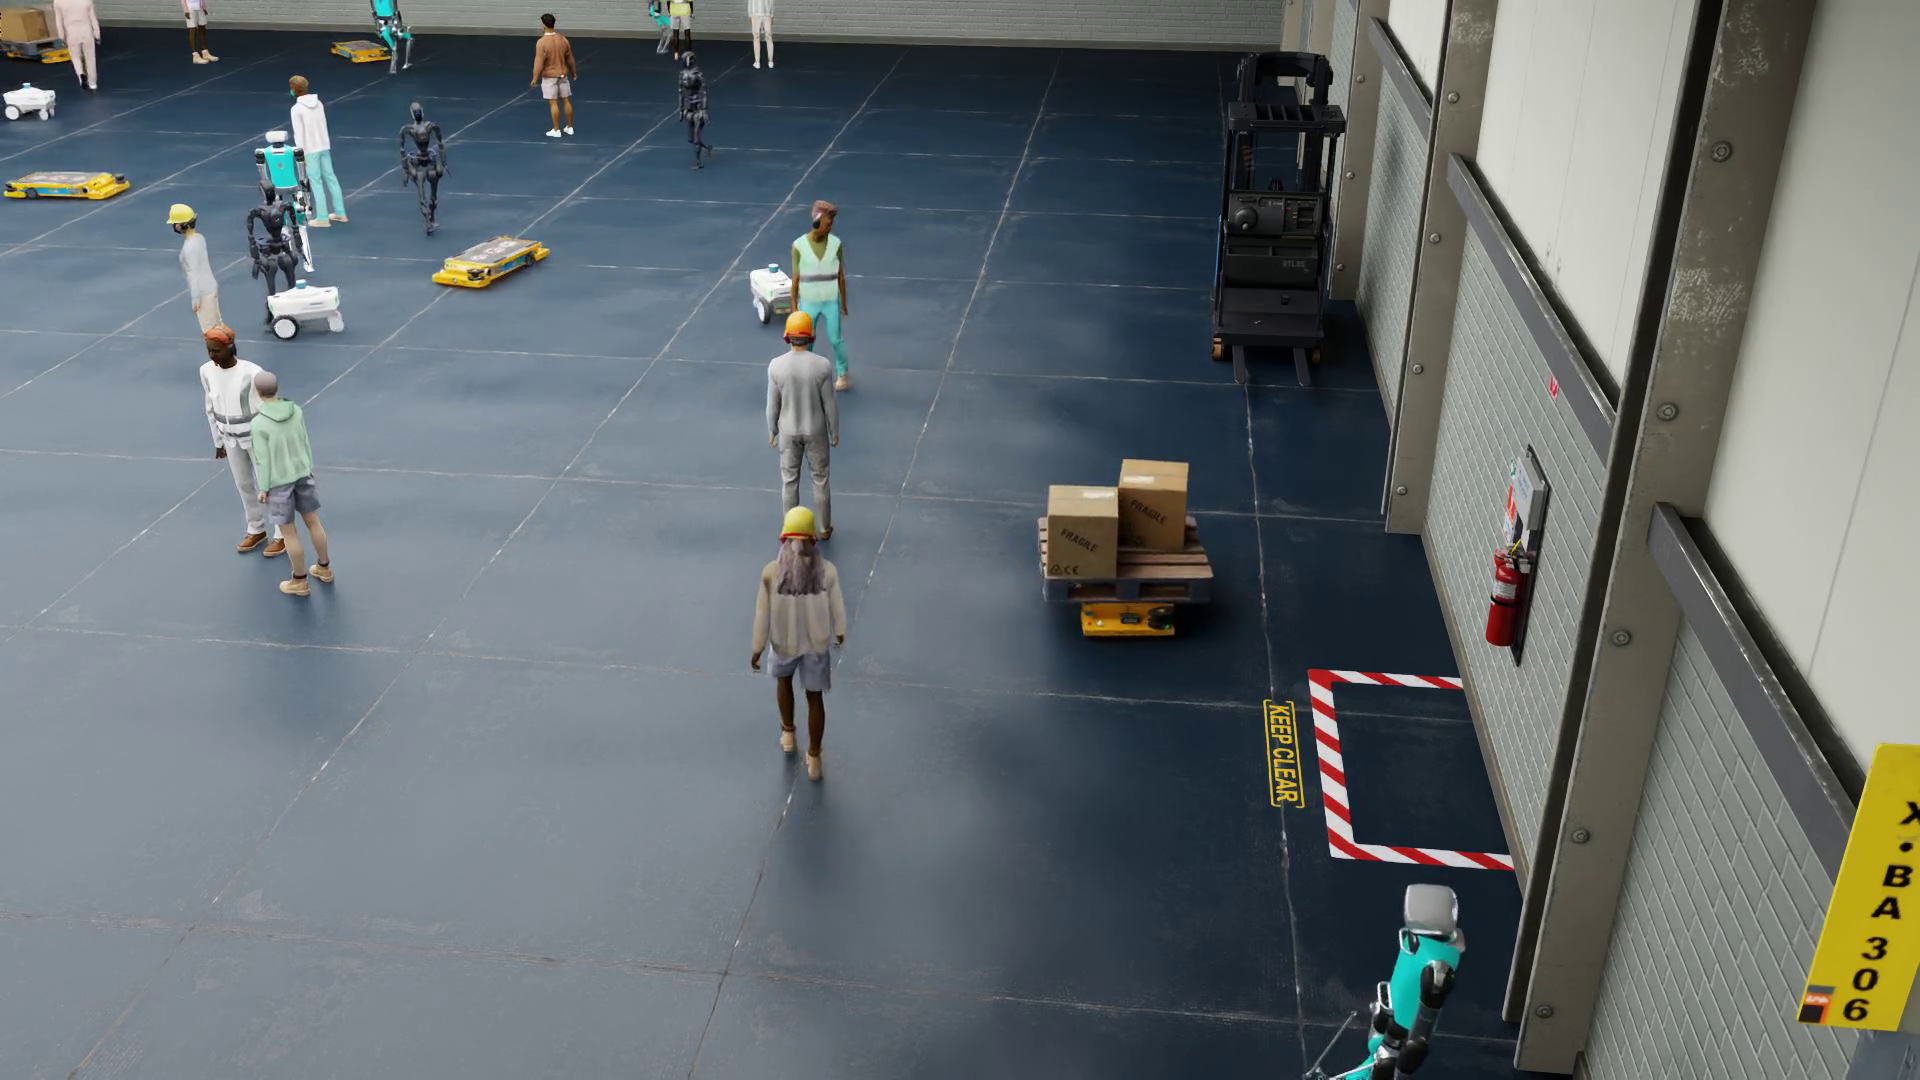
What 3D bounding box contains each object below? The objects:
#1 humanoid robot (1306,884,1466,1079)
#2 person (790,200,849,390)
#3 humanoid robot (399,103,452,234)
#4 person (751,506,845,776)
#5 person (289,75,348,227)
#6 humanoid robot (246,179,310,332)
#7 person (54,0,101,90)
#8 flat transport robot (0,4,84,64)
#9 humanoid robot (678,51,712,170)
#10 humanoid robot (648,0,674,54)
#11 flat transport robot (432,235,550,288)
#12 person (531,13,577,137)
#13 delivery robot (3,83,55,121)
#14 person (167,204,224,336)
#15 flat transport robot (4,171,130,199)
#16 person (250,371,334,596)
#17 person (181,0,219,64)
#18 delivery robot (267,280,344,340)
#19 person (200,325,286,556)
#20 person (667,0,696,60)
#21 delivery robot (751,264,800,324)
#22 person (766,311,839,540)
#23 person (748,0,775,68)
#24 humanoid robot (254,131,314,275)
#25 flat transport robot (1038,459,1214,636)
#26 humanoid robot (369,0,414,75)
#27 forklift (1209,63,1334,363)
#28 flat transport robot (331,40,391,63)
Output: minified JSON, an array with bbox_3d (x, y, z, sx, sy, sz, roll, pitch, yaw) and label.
[{"bbox_3d":[1.601,2.208,7.161,0.961,1.783,0.537,4,27,8],"label":"humanoid robot"},{"bbox_3d":[-1.341,-2.275,15.809,0.613,1.957,0.657,-7,27,-13],"label":"person"},{"bbox_3d":[-6.719,-4.695,20.971,0.616,1.630,0.747,-16,31,-29],"label":"humanoid robot"},{"bbox_3d":[-1.007,0.598,10.303,0.576,1.735,0.647,-3,27,-6],"label":"person"},{"bbox_3d":[-8.250,-4.963,21.235,0.374,1.903,0.501,13,29,24],"label":"person"},{"bbox_3d":[-7.229,-3.023,17.618,0.421,1.640,0.613,23,35,38],"label":"humanoid robot"},{"bbox_3d":[-15.198,-8.715,28.742,0.672,1.878,0.616,-13,29,-24],"label":"person"},{"bbox_3d":[-17.418,-9.261,31.626,1.431,0.231,0.659,16,31,28],"label":"flat transport robot"},{"bbox_3d":[-3.766,-6.210,23.981,0.612,1.643,0.578,19,32,33],"label":"humanoid robot"},{"bbox_3d":[-5.675,-10.144,31.781,0.694,1.825,0.538,-12,29,-22],"label":"humanoid robot"},{"bbox_3d":[-5.560,-3.311,19.748,0.659,0.231,1.431,10,28,19],"label":"flat transport robot"},{"bbox_3d":[-6.255,-7.179,25.698,0.396,1.856,0.790,24,35,39],"label":"person"},{"bbox_3d":[-15.130,-7.103,27.015,0.780,0.609,0.525,-2,27,-4],"label":"delivery robot"},{"bbox_3d":[-7.461,-2.431,16.330,0.337,1.756,0.516,-6,27,-11],"label":"person"},{"bbox_3d":[-12.280,-4.868,22.856,1.431,0.231,0.659,3,27,5],"label":"flat transport robot"},{"bbox_3d":[-4.978,-0.420,12.333,0.324,1.740,0.483,14,30,26],"label":"person"},{"bbox_3d":[-14.260,-9.942,31.022,0.401,2.035,0.604,6,27,12],"label":"person"},{"bbox_3d":[-7.003,-2.485,17.753,0.756,0.571,0.499,-10,28,-20],"label":"delivery robot"},{"bbox_3d":[-5.542,-0.770,12.889,0.564,1.878,0.352,7,27,13],"label":"person"},{"bbox_3d":[-5.261,-9.921,31.348,0.539,1.695,0.317,4,27,8],"label":"person"},{"bbox_3d":[-2.019,-2.706,18.243,0.505,0.614,0.785,-12,29,-23],"label":"delivery robot"},{"bbox_3d":[-1.235,-0.882,13.096,0.564,1.890,0.384,-1,27,-3],"label":"person"},{"bbox_3d":[-3.651,-9.654,30.632,0.494,1.870,0.402,-8,28,-16],"label":"person"},{"bbox_3d":[-7.749,-3.932,19.201,0.533,1.677,0.735,-8,28,-16],"label":"humanoid robot"},{"bbox_3d":[1.210,0.307,12.525,0.659,0.231,1.431,0,27,0],"label":"flat transport robot"},{"bbox_3d":[-10.209,-9.286,30.085,0.547,1.733,1.028,4,27,9],"label":"humanoid robot"},{"bbox_3d":[3.241,-3.477,17.183,1.129,2.768,1.873,3,27,6],"label":"forklift"},{"bbox_3d":[-11.448,-9.334,31.772,0.659,0.231,1.431,-19,32,-33],"label":"flat transport robot"}]
